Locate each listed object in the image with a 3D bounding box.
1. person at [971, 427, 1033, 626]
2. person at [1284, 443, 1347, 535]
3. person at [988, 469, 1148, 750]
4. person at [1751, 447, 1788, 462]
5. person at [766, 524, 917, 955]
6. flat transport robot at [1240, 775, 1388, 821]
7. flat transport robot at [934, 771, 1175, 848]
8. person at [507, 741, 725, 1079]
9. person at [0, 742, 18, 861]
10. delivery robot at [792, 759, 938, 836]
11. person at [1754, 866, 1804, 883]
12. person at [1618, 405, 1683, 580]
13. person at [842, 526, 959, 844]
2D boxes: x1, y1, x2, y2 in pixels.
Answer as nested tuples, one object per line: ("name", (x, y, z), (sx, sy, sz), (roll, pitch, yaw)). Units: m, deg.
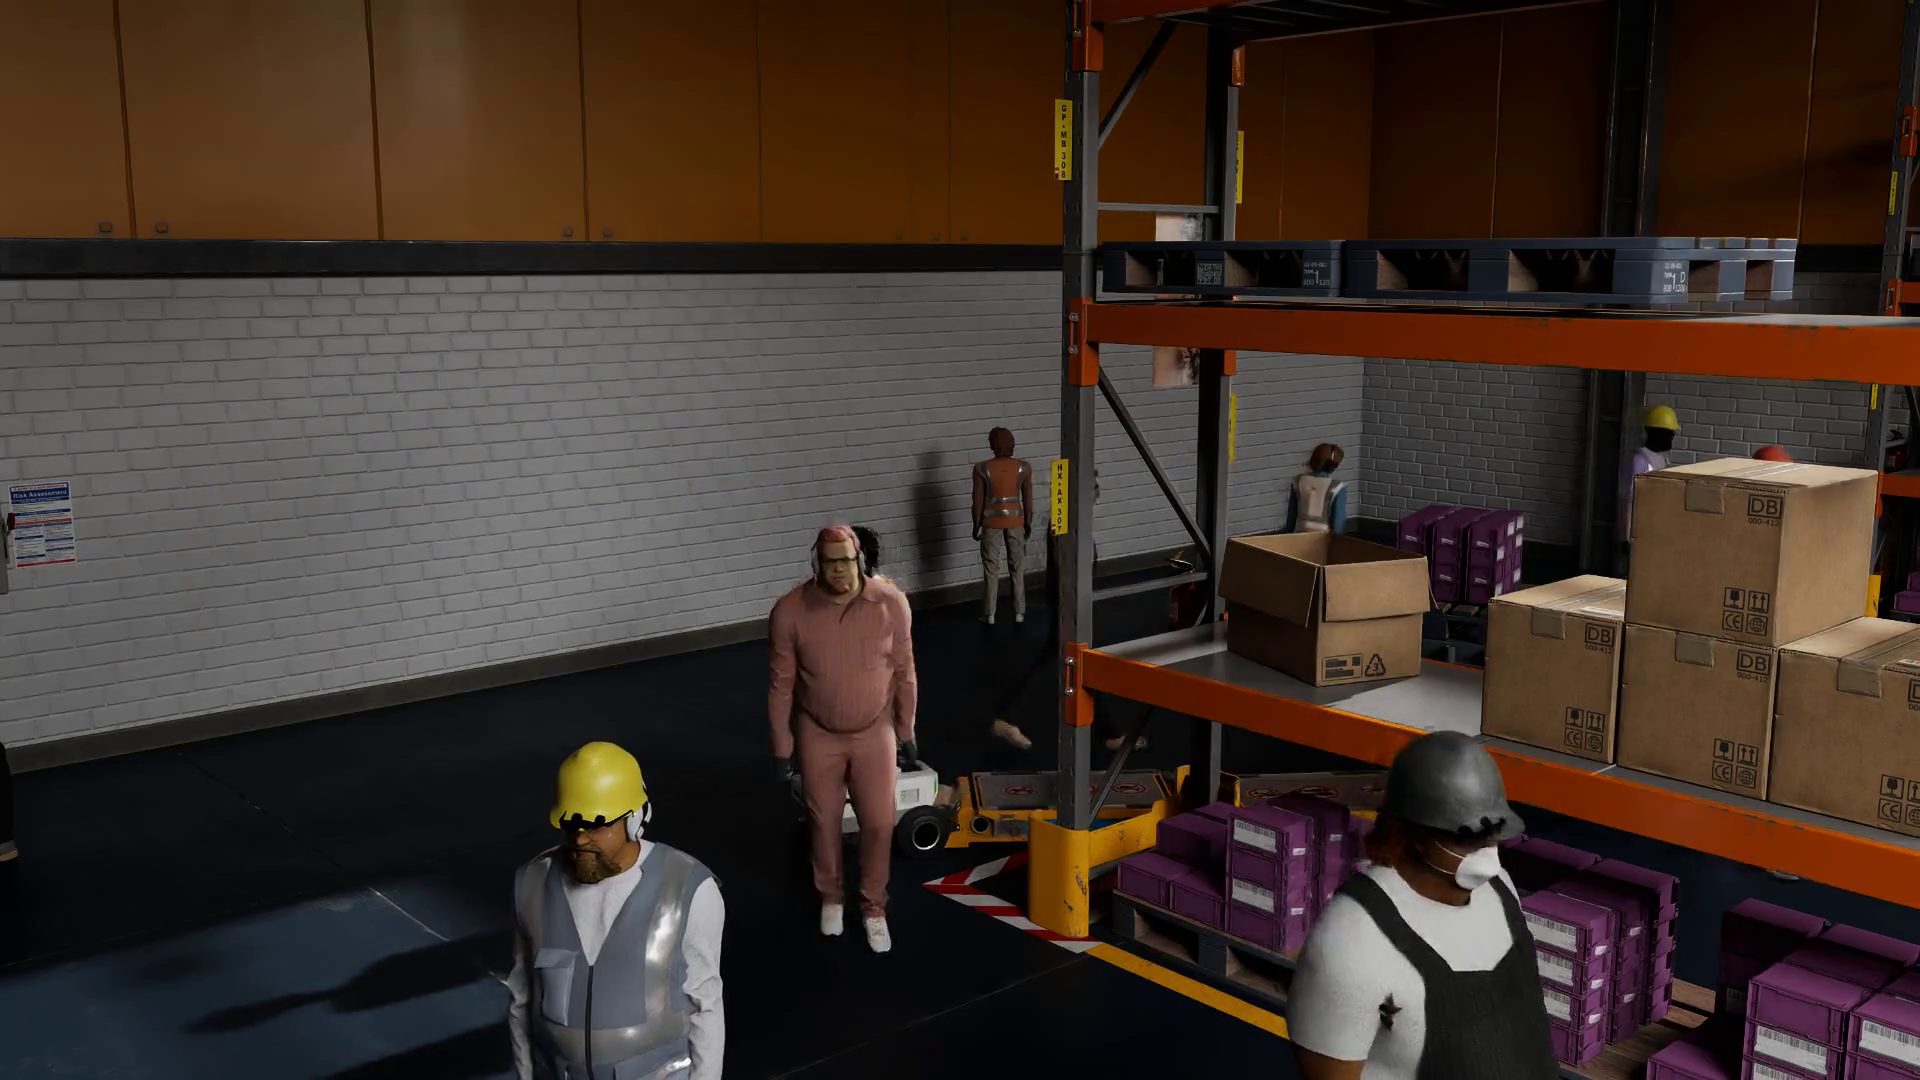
("person", (0.348, -0.110, 13.680), (0.519, 1.645, 0.307), (-2, 10, -10))
("person", (2.702, 0.048, 12.871), (0.526, 1.608, 0.722), (8, 13, 41))
("person", (0.639, 0.417, 10.156), (0.957, 1.807, 0.513), (-2, 10, -9))
("person", (4.883, 0.373, 10.158), (0.572, 1.878, 1.014), (3, 10, 17))
("person", (-0.509, 0.867, 7.265), (0.672, 1.880, 0.695), (-1, 10, -7))
("flat transport robot", (1.964, 1.415, 8.766), (1.431, 0.197, 0.652), (-1, 10, -6))
("flat transport robot", (0.530, 1.411, 8.793), (1.431, 0.197, 0.652), (0, 10, -3))
("person", (-0.898, 1.400, 4.335), (0.586, 1.824, 0.404), (1, 10, 8))
("person", (-4.985, 0.637, 8.274), (0.612, 1.997, 0.375), (8, 12, 39))
("delivery robot", (-0.483, 1.284, 8.432), (0.707, 0.478, 0.477), (-4, 10, -23))
("person", (4.043, 0.708, 8.167), (0.663, 1.877, 0.824), (-4, 11, -23))
("person", (5.235, -0.107, 12.892), (0.596, 1.911, 0.716), (-10, 14, -44))
("person", (-0.354, 0.751, 8.553), (0.592, 1.664, 0.581), (-2, 10, -9))
